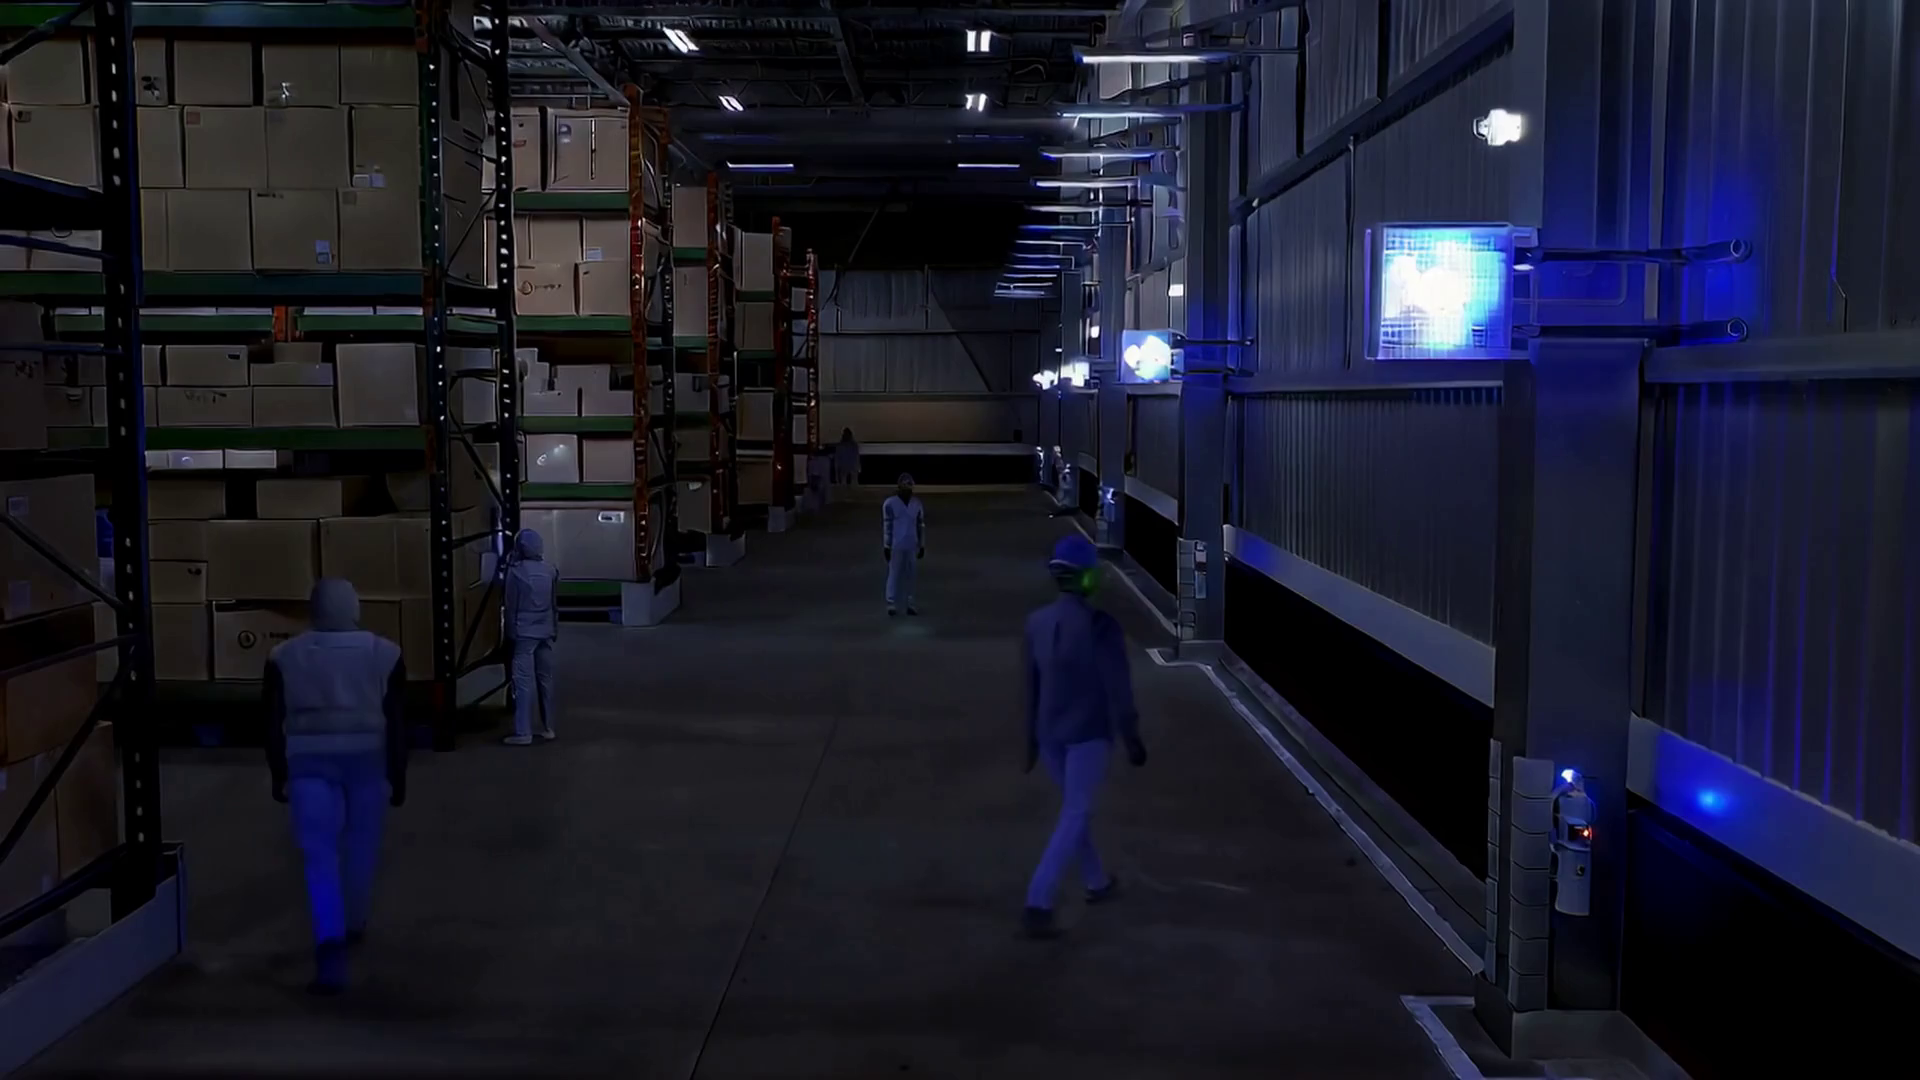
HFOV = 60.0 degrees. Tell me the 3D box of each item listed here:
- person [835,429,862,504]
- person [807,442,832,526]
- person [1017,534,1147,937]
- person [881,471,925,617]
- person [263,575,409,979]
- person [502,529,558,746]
[{"bbox_3d":[-2.728,-1.791,40.794,0.657,1.854,0.964,-1,5,-12],"label":"person"},{"bbox_3d":[-2.866,-1.150,33.971,0.512,1.709,0.784,0,5,-2],"label":"person"},{"bbox_3d":[0.573,0.946,8.266,0.975,1.957,0.620,-4,6,-40],"label":"person"},{"bbox_3d":[-0.661,0.052,19.863,0.564,1.743,0.348,-3,6,-28],"label":"person"},{"bbox_3d":[-2.864,1.071,7.692,0.622,1.808,0.902,-3,6,-29],"label":"person"},{"bbox_3d":[-3.238,0.732,12.586,0.312,1.632,0.525,3,6,30],"label":"person"}]
